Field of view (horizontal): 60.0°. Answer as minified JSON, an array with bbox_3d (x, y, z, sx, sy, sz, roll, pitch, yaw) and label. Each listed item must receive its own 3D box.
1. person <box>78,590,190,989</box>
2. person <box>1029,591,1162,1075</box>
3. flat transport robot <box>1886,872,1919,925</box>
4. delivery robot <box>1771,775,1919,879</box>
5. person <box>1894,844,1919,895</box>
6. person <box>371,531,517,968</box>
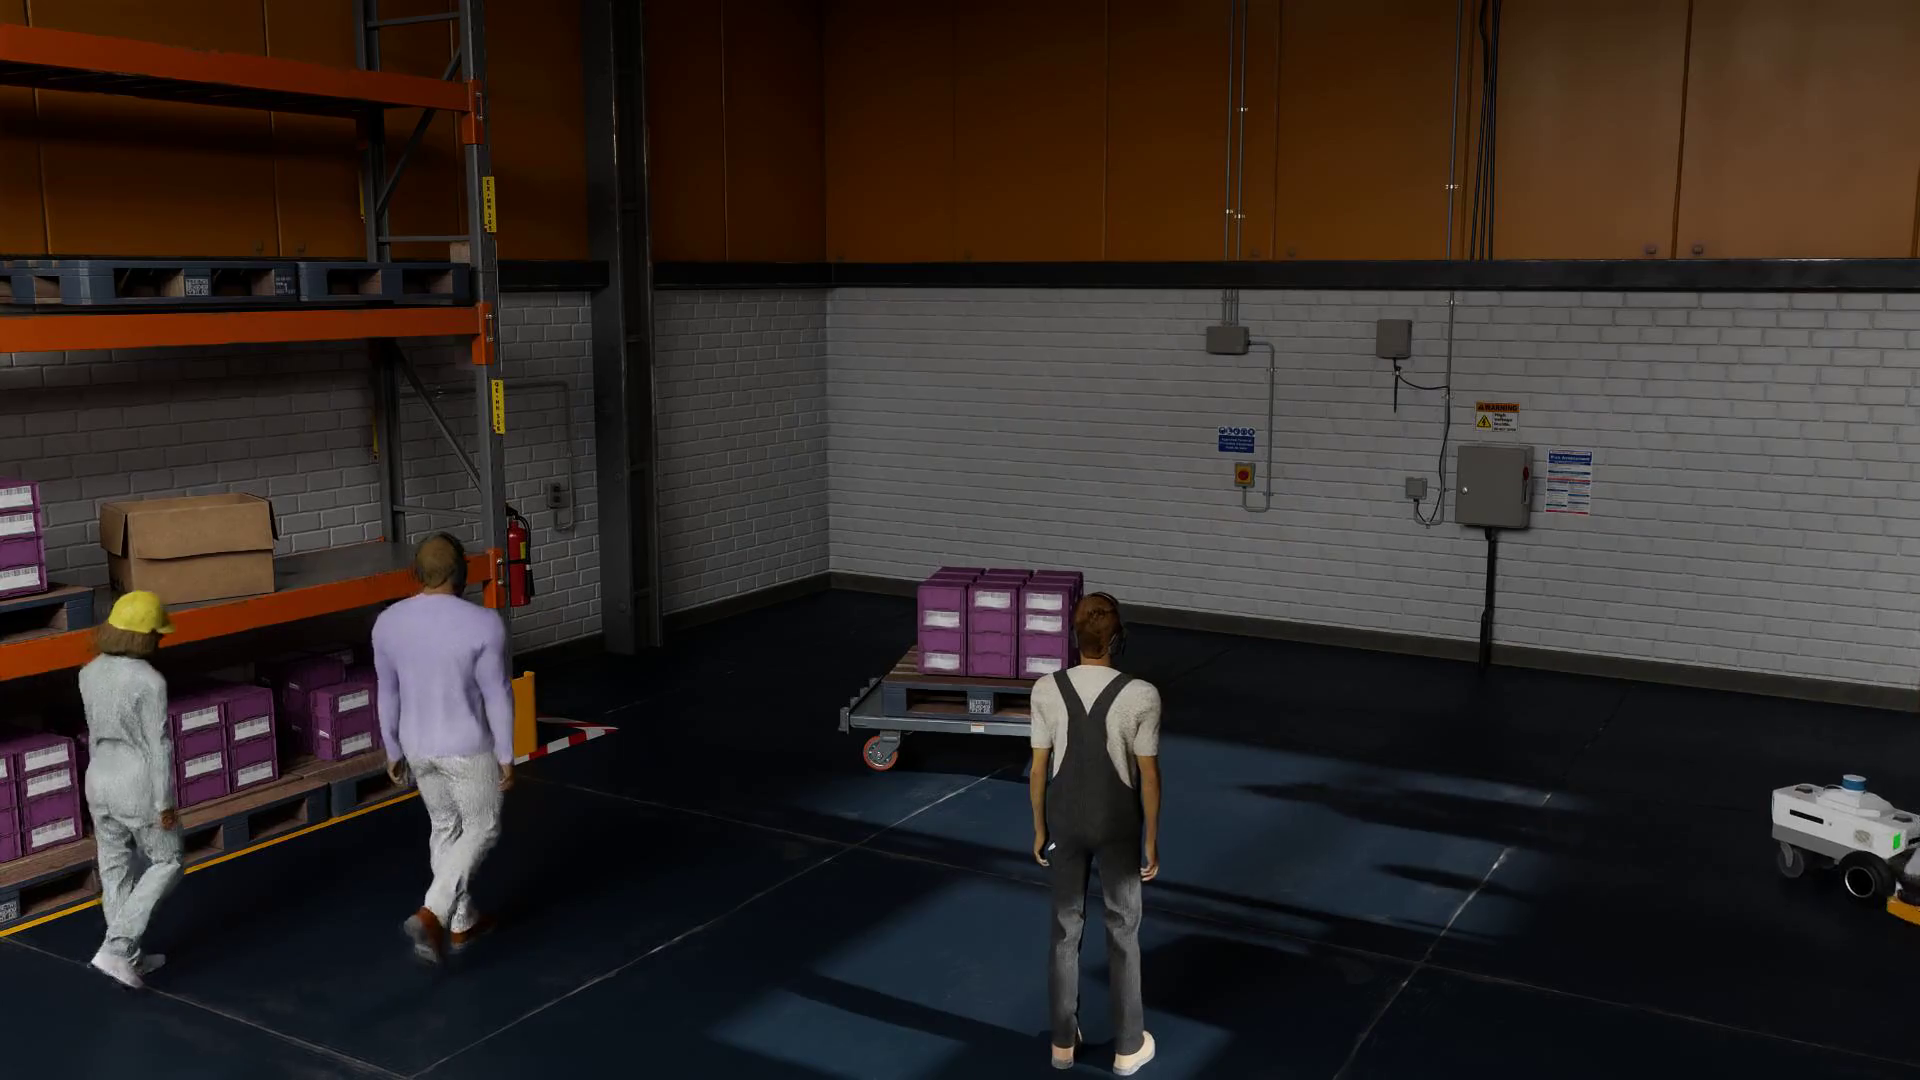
[{"bbox_3d":[-3.502,1.062,6.977,0.506,1.712,0.436,3,10,18],"label":"person"},{"bbox_3d":[0.512,1.109,6.308,0.506,1.846,0.349,3,10,18],"label":"person"},{"bbox_3d":[4.967,1.732,7.319,0.652,0.197,1.431,-5,10,-28],"label":"flat transport robot"},{"bbox_3d":[4.391,1.402,8.203,0.477,0.478,0.707,-5,10,-28],"label":"delivery robot"},{"bbox_3d":[4.809,0.891,7.771,0.957,1.824,0.545,-1,9,-5],"label":"person"},{"bbox_3d":[-2.260,0.922,7.238,0.639,1.919,0.685,2,9,15],"label":"person"}]
